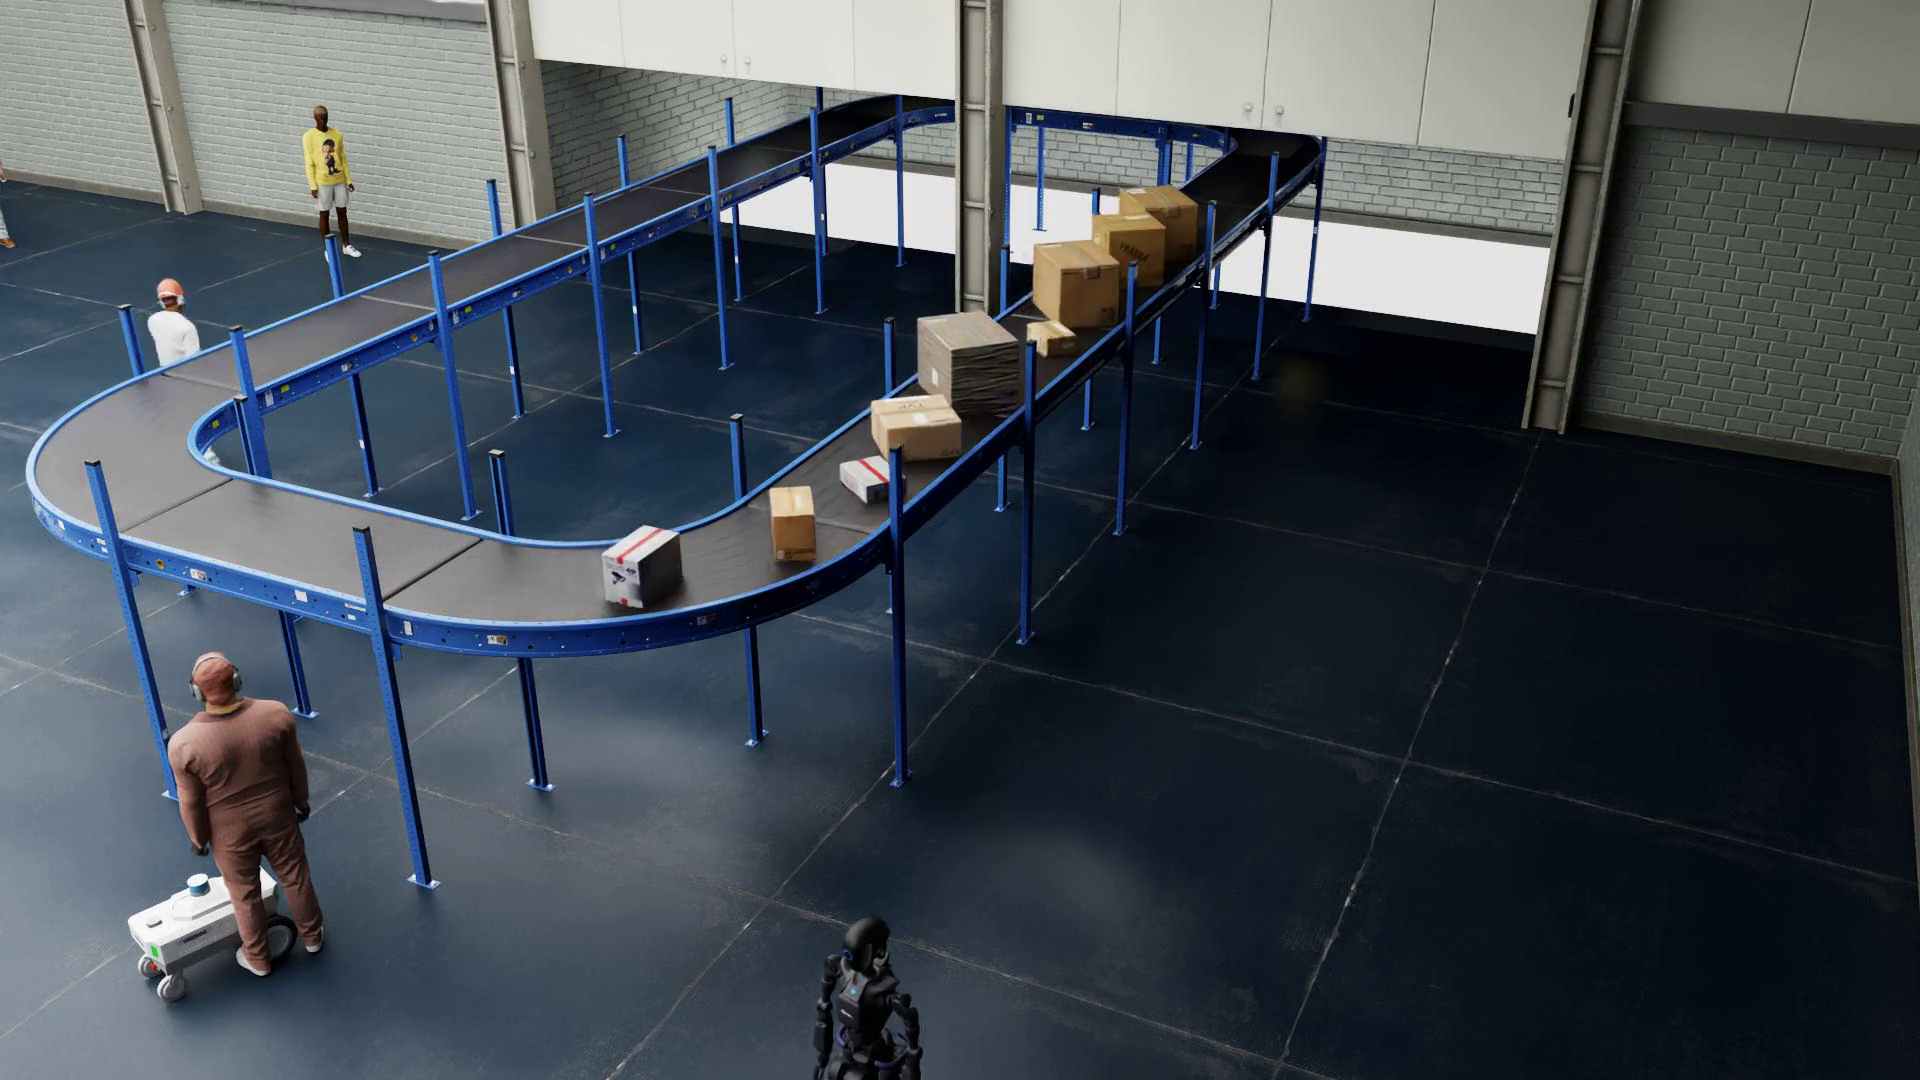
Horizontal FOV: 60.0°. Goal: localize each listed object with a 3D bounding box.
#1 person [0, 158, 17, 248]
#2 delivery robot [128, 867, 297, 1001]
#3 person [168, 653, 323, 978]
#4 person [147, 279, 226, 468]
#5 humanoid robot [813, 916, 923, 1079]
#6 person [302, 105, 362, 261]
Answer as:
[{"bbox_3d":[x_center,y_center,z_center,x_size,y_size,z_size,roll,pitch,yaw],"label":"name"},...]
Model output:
[{"bbox_3d":[-12.313,-4.595,20.865,0.373,1.934,0.626,21,33,36],"label":"person"},{"bbox_3d":[-4.036,2.074,8.997,0.803,0.614,0.499,-24,35,-39],"label":"delivery robot"},{"bbox_3d":[-3.737,1.441,8.739,0.637,1.902,0.412,-19,32,-34],"label":"person"},{"bbox_3d":[-6.835,-1.449,14.787,0.762,1.711,0.392,15,30,28],"label":"person"},{"bbox_3d":[-0.392,2.326,7.204,0.601,1.659,0.331,18,32,32],"label":"humanoid robot"},{"bbox_3d":[-7.771,-4.404,20.517,0.374,1.900,0.544,24,35,39],"label":"person"}]
